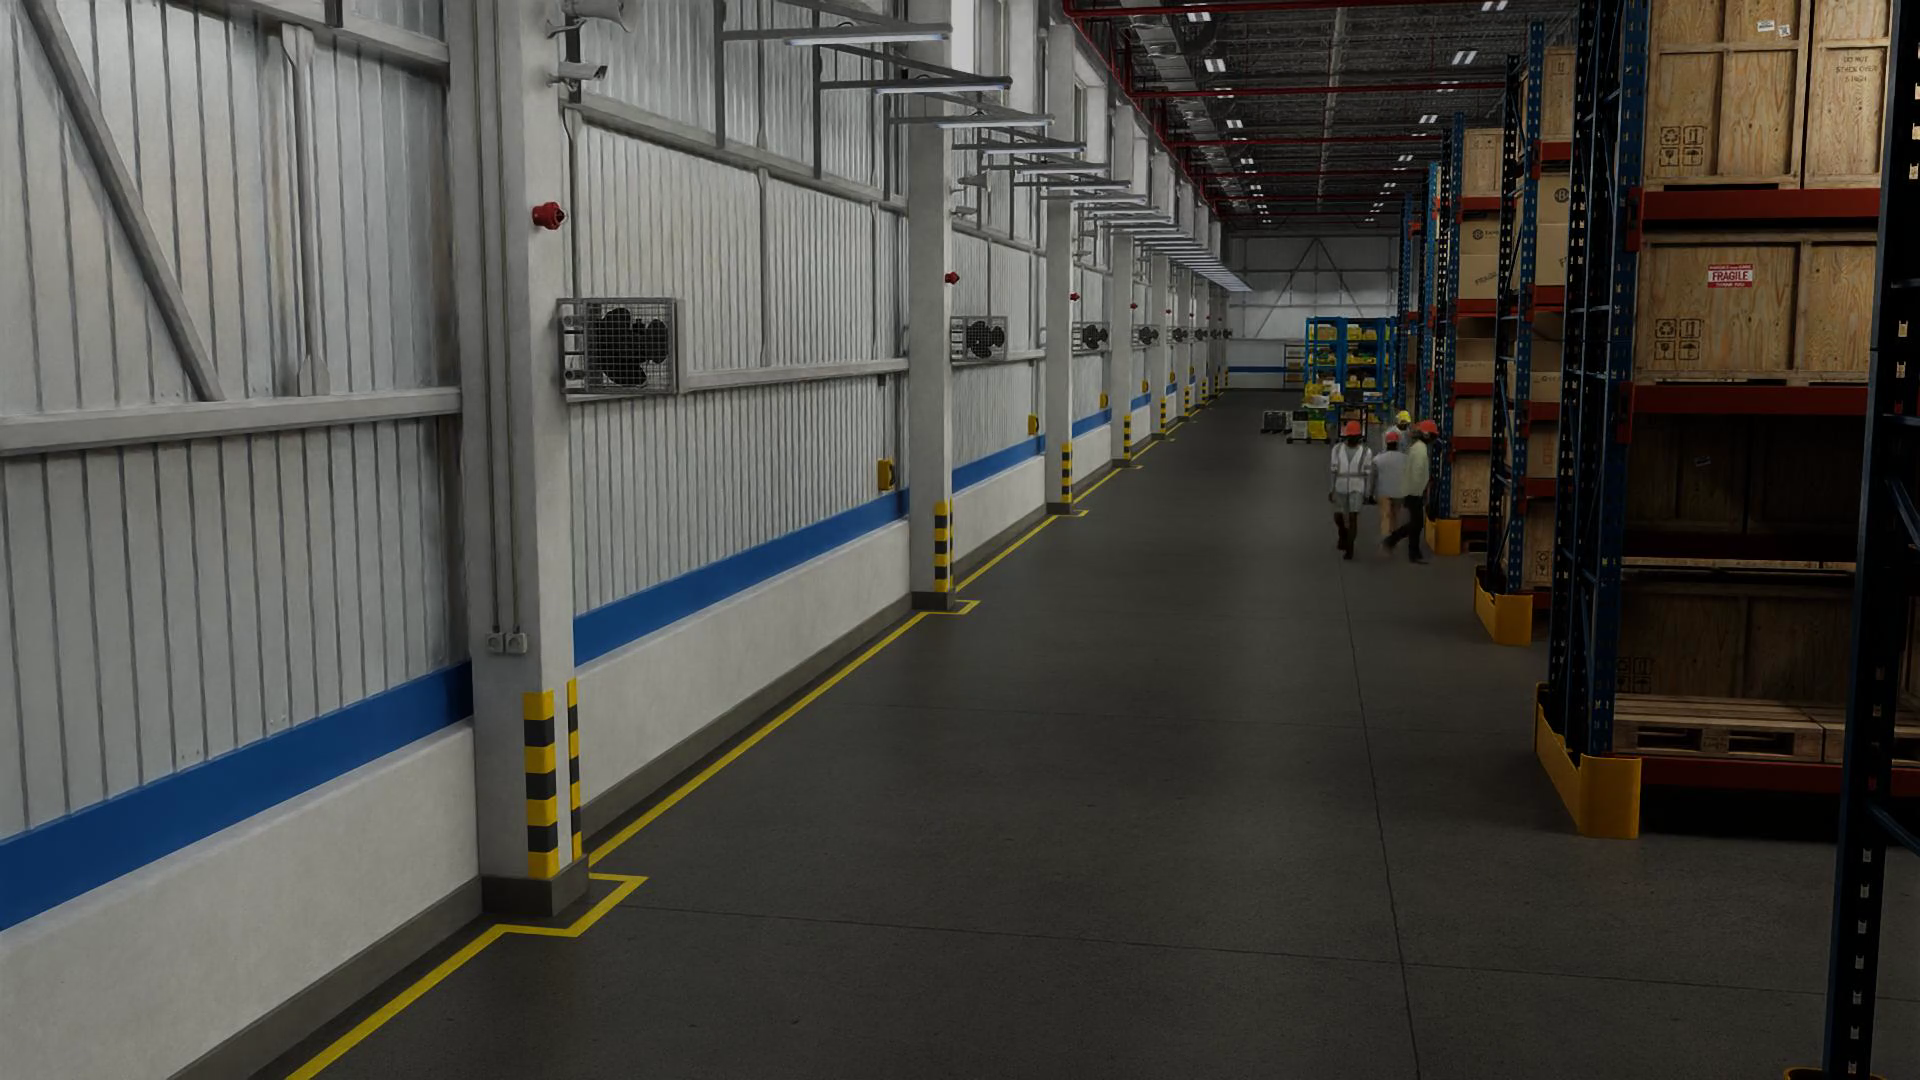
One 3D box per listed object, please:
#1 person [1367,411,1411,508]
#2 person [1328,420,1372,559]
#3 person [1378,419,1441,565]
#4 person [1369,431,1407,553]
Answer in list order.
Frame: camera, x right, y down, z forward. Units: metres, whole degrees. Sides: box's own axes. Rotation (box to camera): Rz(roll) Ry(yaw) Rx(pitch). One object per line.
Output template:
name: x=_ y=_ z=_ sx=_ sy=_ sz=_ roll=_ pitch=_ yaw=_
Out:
person: x=7.678 y=-1.439 z=29.523 sx=0.607 sy=1.738 sz=1.092 roll=-4 pitch=8 yaw=-32
person: x=5.361 y=-0.705 z=22.861 sx=0.569 sy=1.915 sz=0.596 roll=3 pitch=8 yaw=20
person: x=6.000 y=-0.626 z=22.085 sx=0.693 sy=1.961 sz=0.625 roll=1 pitch=7 yaw=7
person: x=6.057 y=-0.673 z=23.402 sx=0.565 sy=1.714 sz=0.875 roll=1 pitch=7 yaw=7
